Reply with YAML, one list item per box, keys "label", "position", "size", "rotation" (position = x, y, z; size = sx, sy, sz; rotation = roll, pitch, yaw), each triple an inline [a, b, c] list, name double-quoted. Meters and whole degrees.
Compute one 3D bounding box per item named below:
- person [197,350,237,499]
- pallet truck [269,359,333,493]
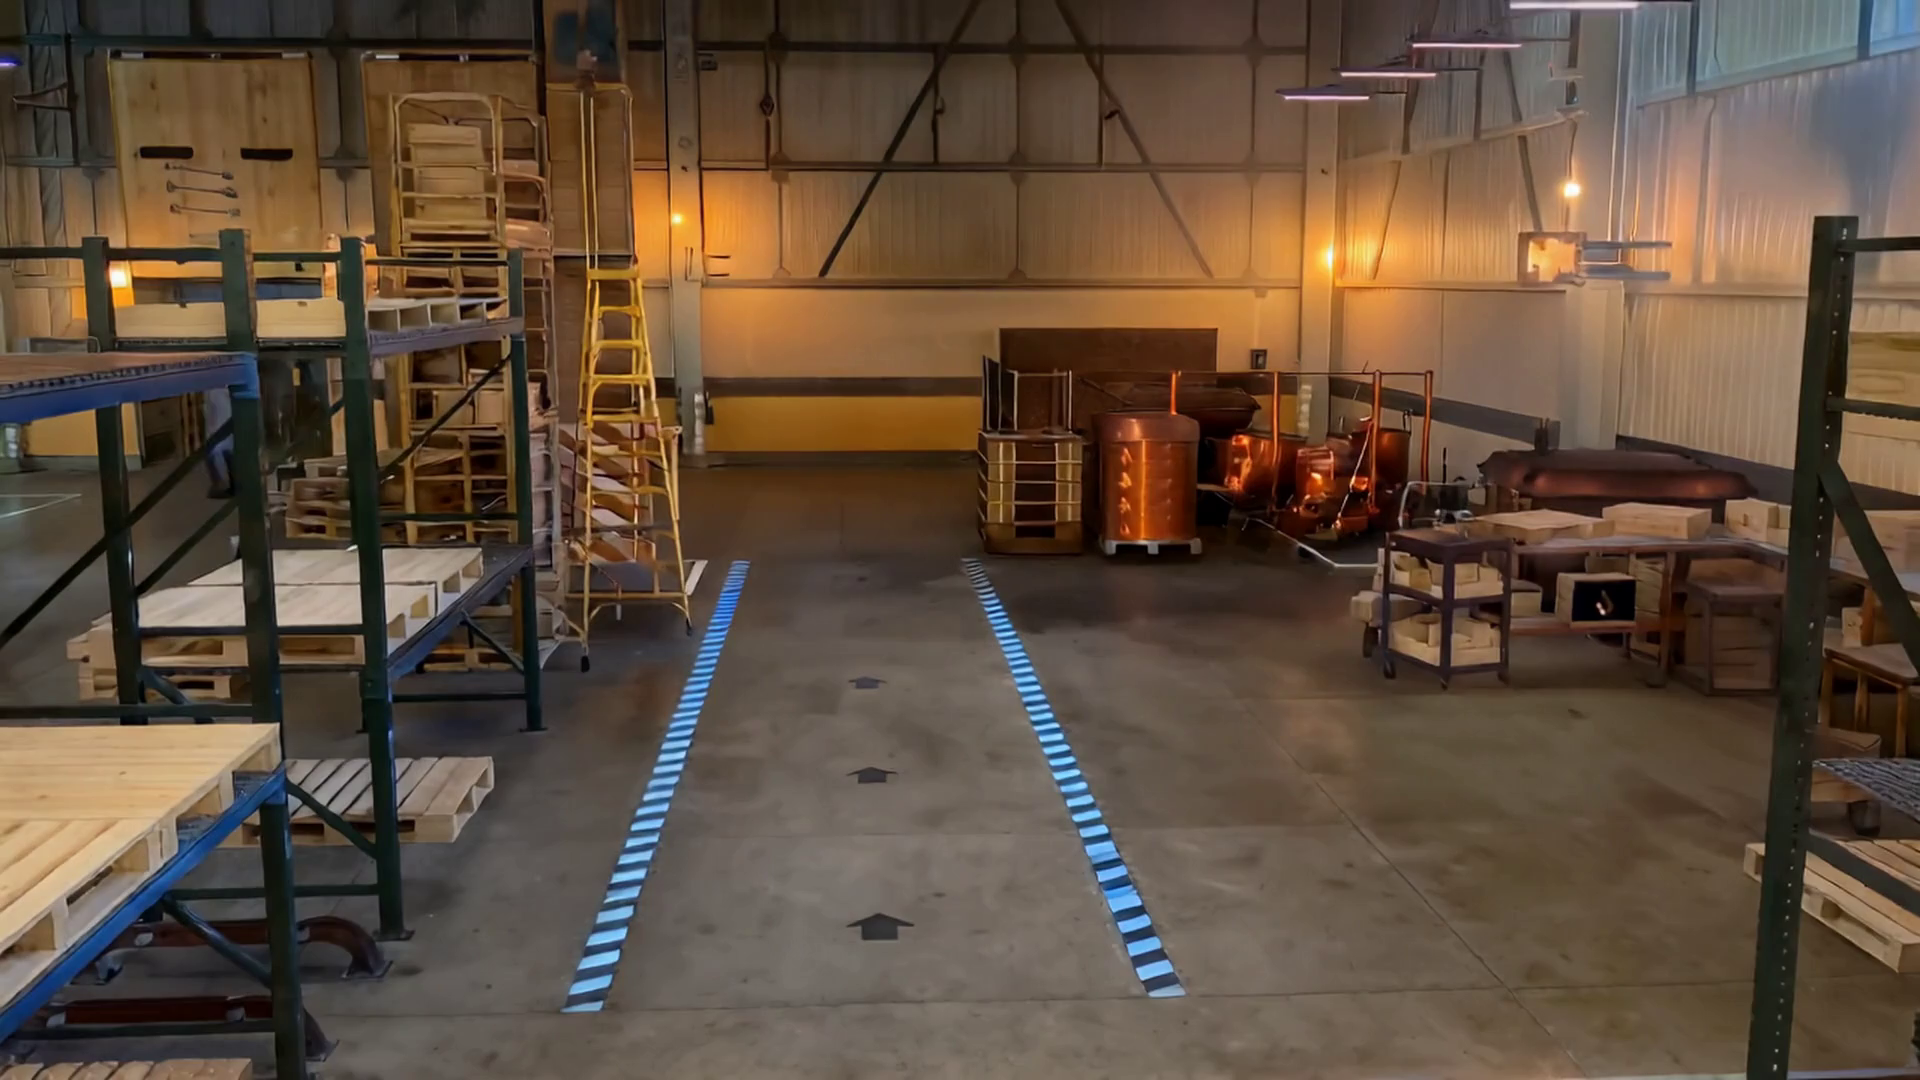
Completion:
- label: "person"
  position: [-9.501, -1.466, 21.303]
  size: [0.491, 1.922, 0.544]
  rotation: [4, 10, 21]
- label: "pallet truck"
  position: [-7.062, -1.131, 18.996]
  size: [1.885, 1.965, 0.823]
  rotation: [2, 9, 13]
